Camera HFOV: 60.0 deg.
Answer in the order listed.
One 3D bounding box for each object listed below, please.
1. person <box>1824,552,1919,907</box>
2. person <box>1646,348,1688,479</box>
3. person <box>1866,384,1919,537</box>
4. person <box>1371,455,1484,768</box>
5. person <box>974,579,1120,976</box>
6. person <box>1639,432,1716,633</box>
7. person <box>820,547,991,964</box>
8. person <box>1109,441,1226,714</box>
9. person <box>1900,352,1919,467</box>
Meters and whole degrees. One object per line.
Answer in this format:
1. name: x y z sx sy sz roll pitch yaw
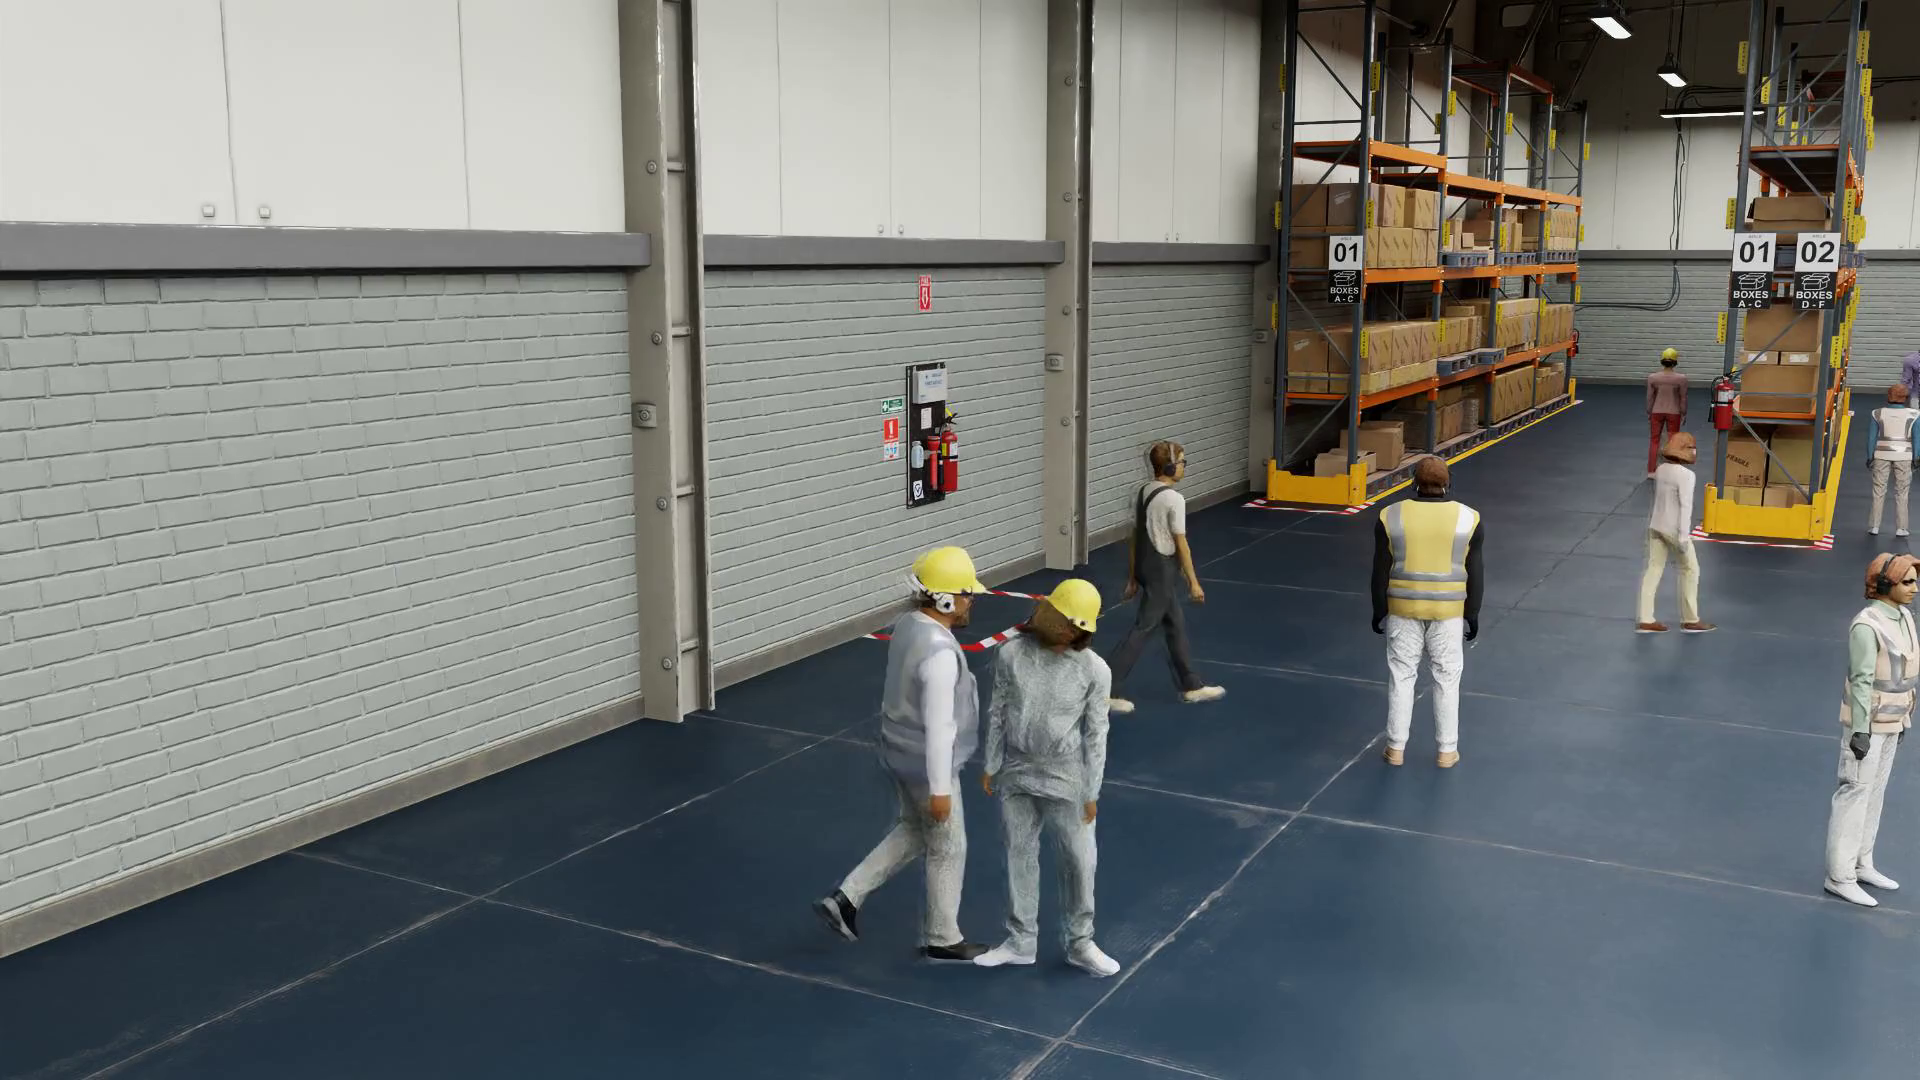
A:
1. person: 4.264 0.865 7.747 0.523 1.639 0.309 -9 13 -43
2. person: 9.452 -1.677 22.252 0.525 1.772 0.305 7 12 36
3. person: 9.977 -0.850 17.789 0.512 1.640 0.312 6 12 33
4. person: 2.735 0.420 9.769 0.636 1.840 0.429 2 10 13
5. person: 0.335 0.987 6.859 0.624 1.705 0.322 4 10 21
6. person: 5.737 -0.054 13.185 0.693 1.604 0.530 -2 10 -11
7. person: -0.214 0.915 6.976 0.652 1.805 0.609 -2 10 -14
8. person: 1.301 0.249 10.925 0.985 1.801 0.508 -3 10 -17
9. person: 13.633 -1.972 23.543 0.650 1.914 0.676 8 13 39
